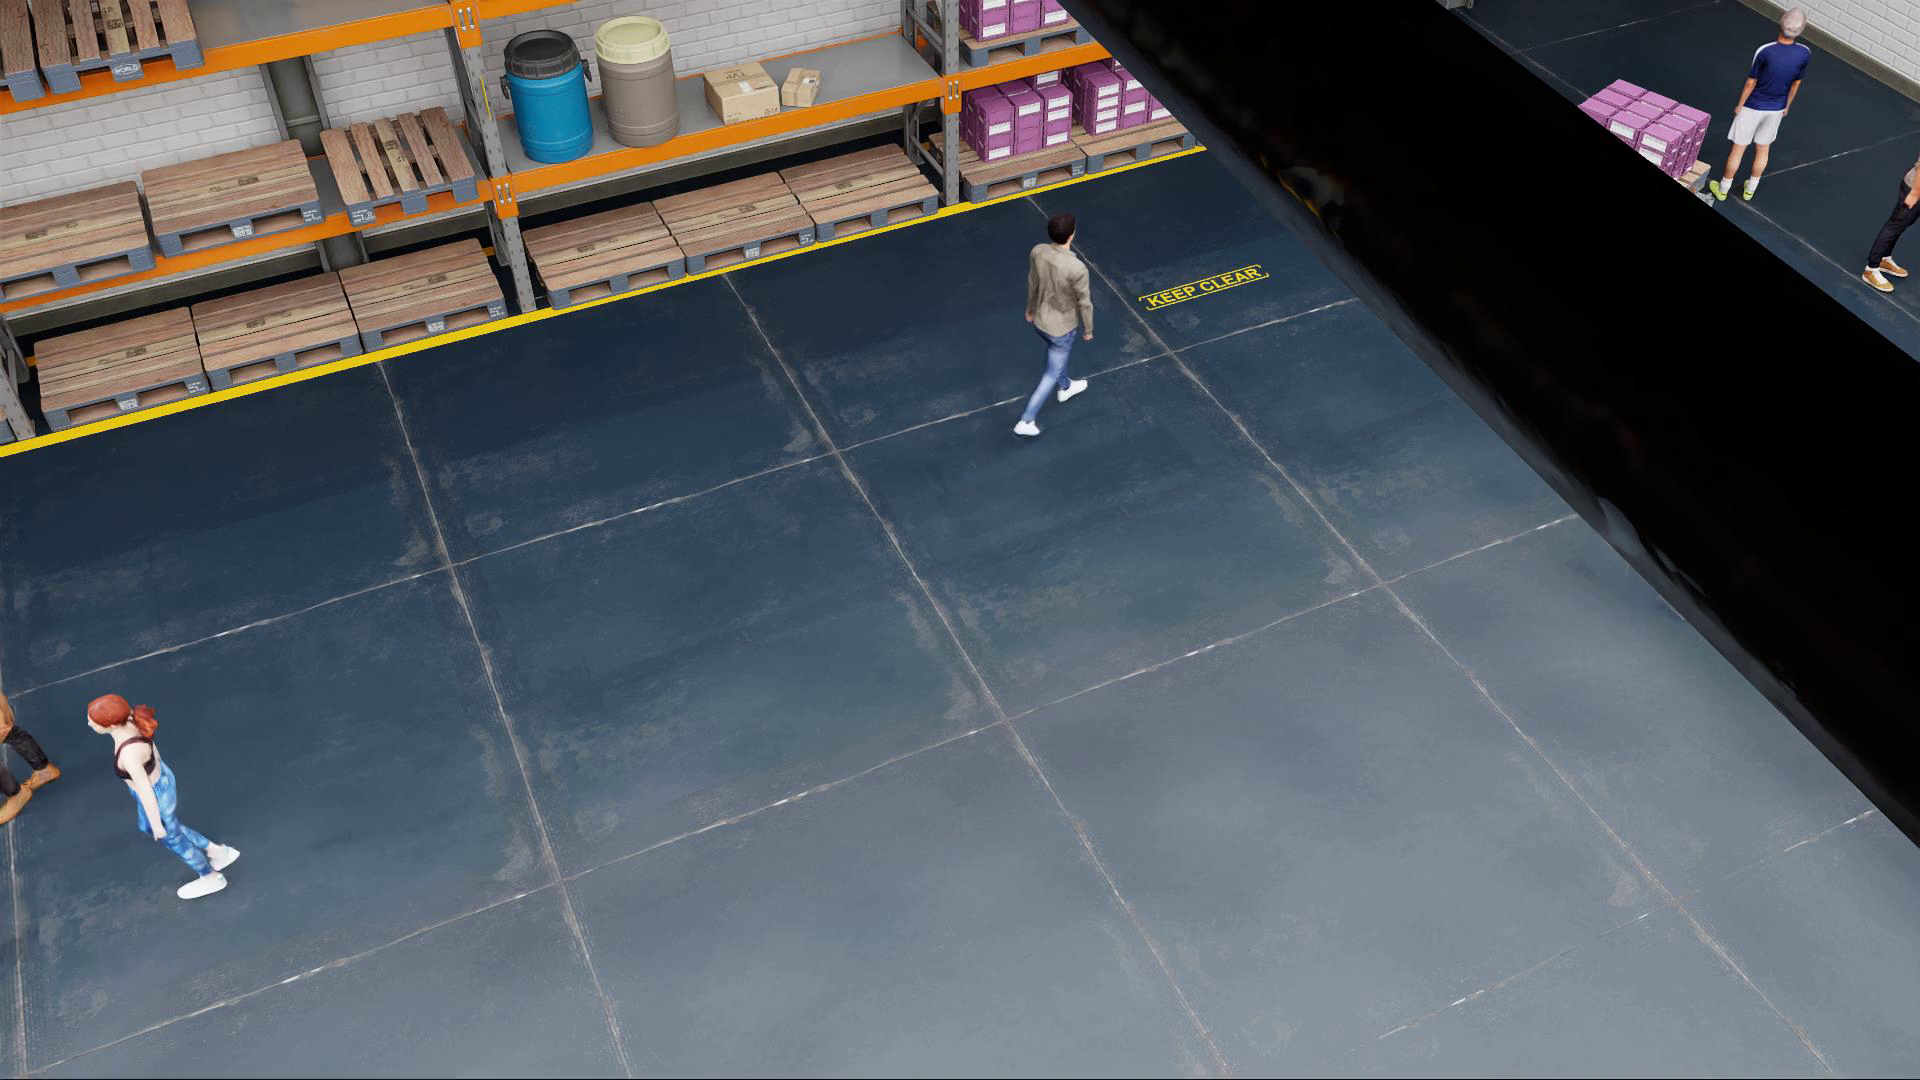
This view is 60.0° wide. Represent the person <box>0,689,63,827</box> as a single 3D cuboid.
[{"bbox_3d":[-5.825,0.937,9.980,0.781,1.712,0.731,-30,51,-27],"label":"person"}]

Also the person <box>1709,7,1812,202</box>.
[{"bbox_3d":[7.238,-3.908,14.974,0.656,1.839,0.779,2,44,2],"label":"person"}]

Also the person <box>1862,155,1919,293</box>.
[{"bbox_3d":[8.102,-3.013,13.993,0.603,1.896,0.759,-32,52,-29],"label":"person"}]

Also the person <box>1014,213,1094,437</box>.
[{"bbox_3d":[0.664,-1.592,12.536,1.265,1.848,0.981,-35,53,-31],"label":"person"}]

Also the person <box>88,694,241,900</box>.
[{"bbox_3d":[-4.434,1.443,9.404,0.685,1.774,0.613,-14,45,-14],"label":"person"}]
